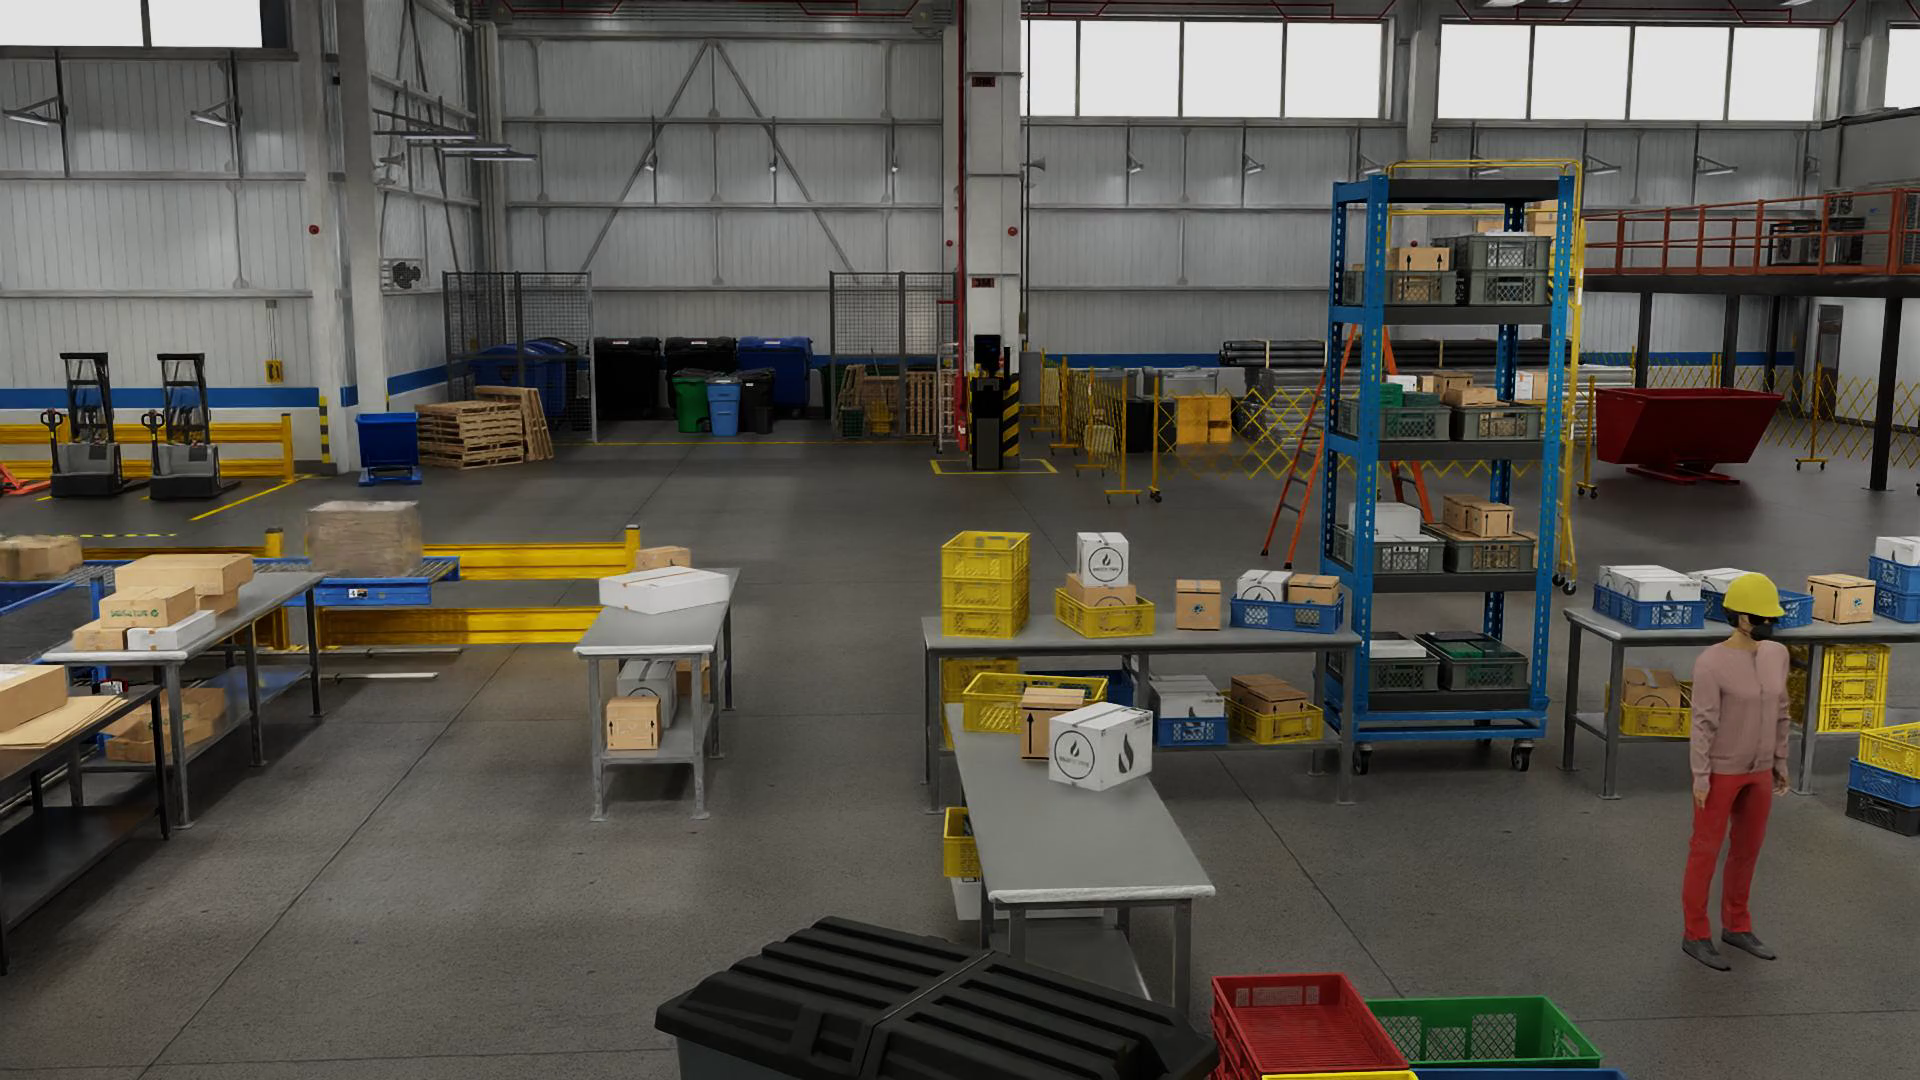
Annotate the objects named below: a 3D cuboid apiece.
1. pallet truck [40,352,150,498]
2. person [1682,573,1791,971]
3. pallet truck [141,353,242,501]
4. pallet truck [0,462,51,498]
[{"bbox_3d":[-11.907,-1.642,23.165,0.823,1.965,1.885,0,9,0],"label":"pallet truck"},{"bbox_3d":[3.415,1.007,7.289,0.526,1.761,0.329,-3,10,-21],"label":"person"},{"bbox_3d":[-10.520,-1.604,22.925,0.823,1.965,1.885,-1,9,-6],"label":"pallet truck"},{"bbox_3d":[-13.193,-1.293,23.148,0.653,1.274,1.630,-1,9,-4],"label":"pallet truck"}]
